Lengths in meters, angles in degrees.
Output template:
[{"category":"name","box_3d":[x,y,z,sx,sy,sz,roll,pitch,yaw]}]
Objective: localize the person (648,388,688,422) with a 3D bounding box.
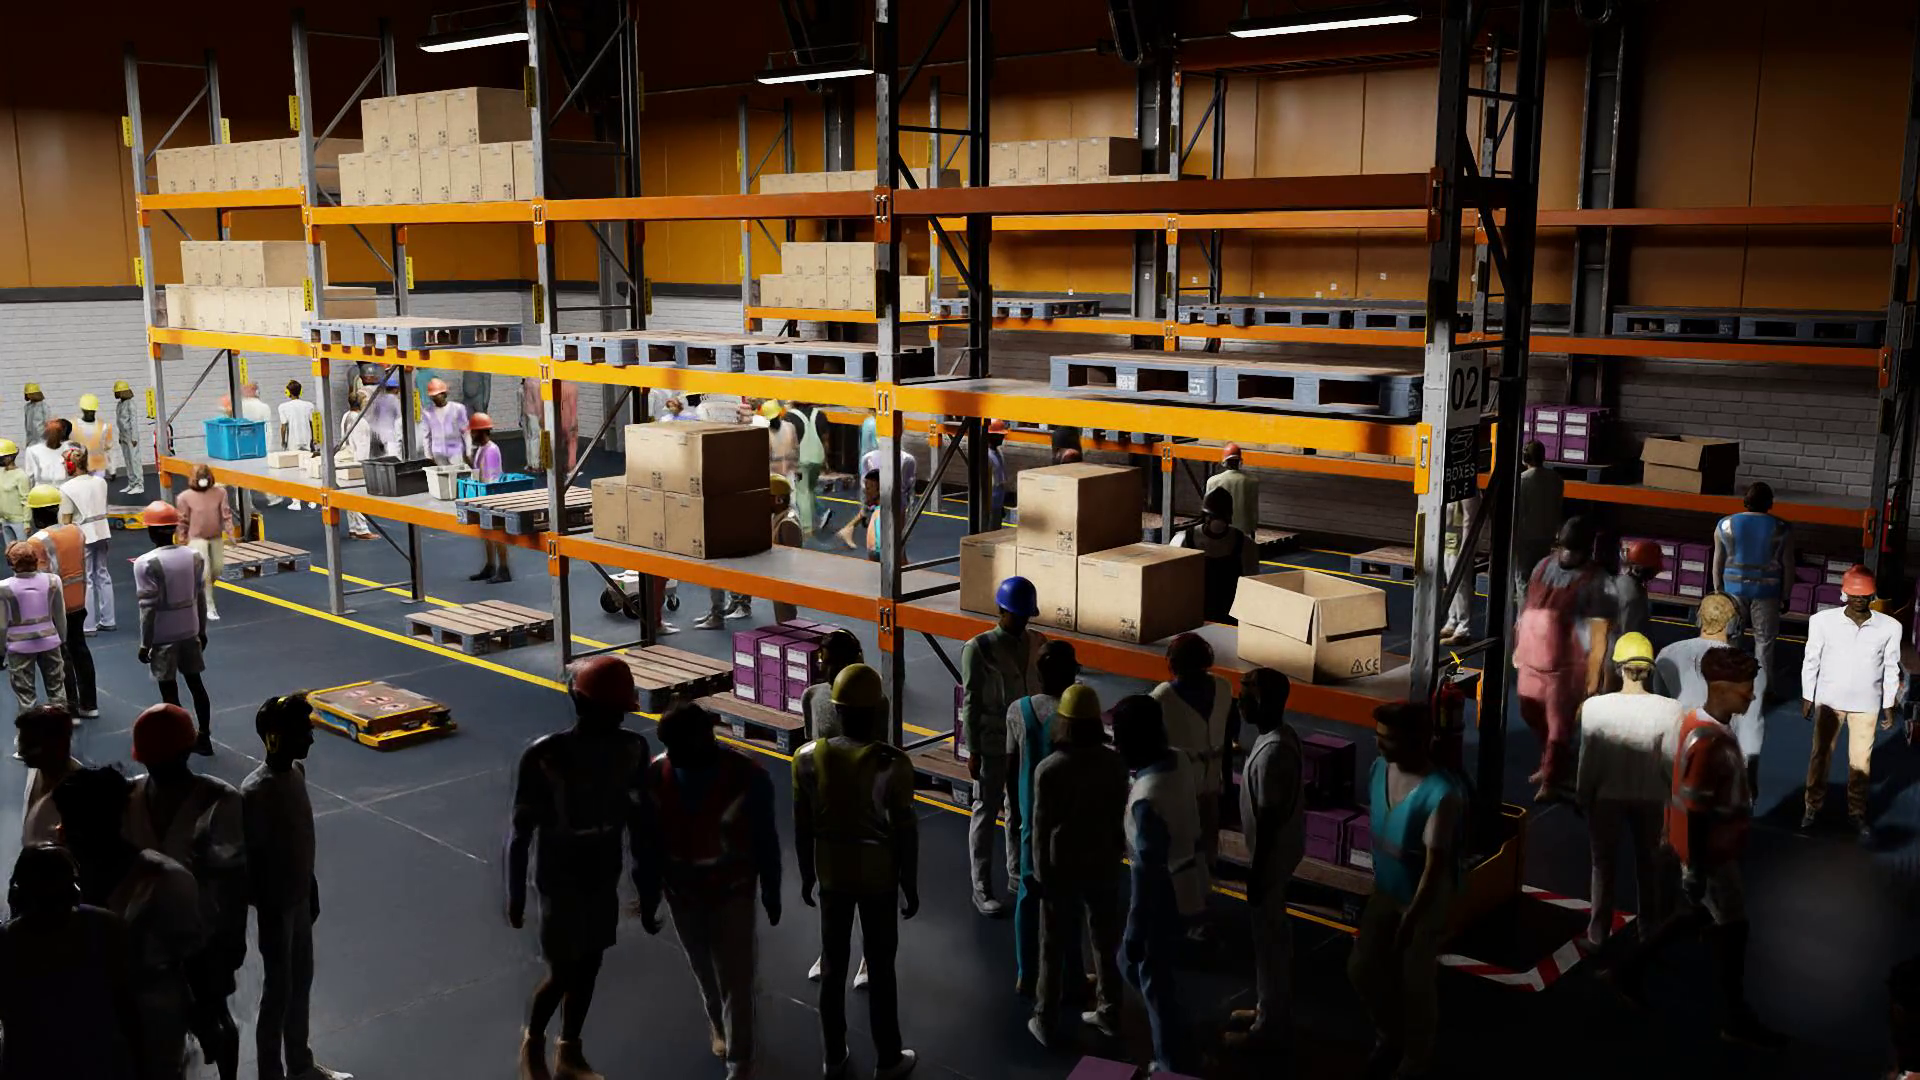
[{"category":"person","box_3d":[-4.616,-1.866,26.584,0.631,1.909,0.885,-8,13,-37]}]

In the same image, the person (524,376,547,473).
[{"category":"person","box_3d":[-7.091,-2.086,27.813,0.377,1.931,0.624,-5,11,-28]}]

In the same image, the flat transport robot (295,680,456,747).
[{"category":"flat transport robot","box_3d":[-4.637,1.341,13.113,1.431,0.197,0.652,9,14,43]}]

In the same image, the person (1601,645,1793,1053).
[{"category":"person","box_3d":[3.543,1.430,7.903,0.815,1.939,0.631,4,11,22]}]

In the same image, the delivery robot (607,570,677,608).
[{"category":"delivery robot","box_3d":[-3.269,0.441,17.130,0.707,0.478,0.477,-10,14,-43]}]

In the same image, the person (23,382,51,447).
[{"category":"person","box_3d":[-13.927,-1.513,25.112,0.486,1.736,0.322,4,11,19]}]

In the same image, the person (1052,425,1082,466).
[{"category":"person","box_3d":[1.304,-0.736,20.148,0.459,1.941,0.794,5,11,24]}]

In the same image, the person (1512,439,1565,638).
[{"category":"person","box_3d":[5.499,-0.001,15.987,0.635,1.936,0.353,-5,11,-26]}]

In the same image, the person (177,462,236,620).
[{"category":"person","box_3d":[-7.727,-0.015,16.991,0.631,1.609,0.503,10,14,44]}]

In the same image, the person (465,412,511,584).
[{"category":"person","box_3d":[-5.313,-0.468,18.651,0.385,1.934,0.550,-6,12,-29]}]

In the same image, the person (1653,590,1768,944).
[{"category":"person","box_3d":[4.057,1.229,9.076,0.374,1.932,0.622,-7,12,-33]}]

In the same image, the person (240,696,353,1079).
[{"category":"person","box_3d":[-2.921,1.586,7.245,0.333,1.860,0.509,0,10,2]}]

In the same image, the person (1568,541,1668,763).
[{"category":"person","box_3d":[4.713,0.826,11.990,0.749,1.706,0.577,1,10,7]}]

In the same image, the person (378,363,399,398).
[{"category":"person","box_3d":[-10.283,-2.357,29.814,0.319,1.755,0.572,5,11,26]}]

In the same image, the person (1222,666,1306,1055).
[{"category":"person","box_3d":[1.449,1.494,7.825,0.340,1.840,0.504,3,10,17]}]

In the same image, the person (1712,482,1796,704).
[{"category":"person","box_3d":[6.574,0.433,13.798,0.625,1.847,0.429,6,12,32]}]

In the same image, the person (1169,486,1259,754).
[{"category":"person","box_3d":[1.868,0.592,12.346,0.681,2.000,0.535,1,10,8]}]

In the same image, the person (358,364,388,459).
[{"category":"person","box_3d":[-8.816,-1.619,24.847,0.537,2.000,0.683,7,12,33]}]

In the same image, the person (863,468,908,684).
[{"category":"person","box_3d":[-0.622,0.341,14.158,0.401,1.910,0.583,0,10,2]}]

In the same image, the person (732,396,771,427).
[{"category":"person","box_3d":[-2.719,-0.990,21.878,0.567,1.837,0.387,2,10,9]}]

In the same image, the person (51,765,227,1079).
[{"category":"person","box_3d":[-3.106,1.762,6.052,0.608,1.915,0.989,5,11,24]}]

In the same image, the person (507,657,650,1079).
[{"category":"person","box_3d":[-1.638,1.498,7.338,0.643,2.005,0.495,-9,14,-42]}]

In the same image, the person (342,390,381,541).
[{"category":"person","box_3d":[-7.732,-0.955,21.378,0.355,1.938,0.634,-7,12,-35]}]

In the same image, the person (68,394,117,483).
[{"category":"person","box_3d":[-11.153,-0.931,21.346,0.612,1.896,0.538,-7,12,-33]}]

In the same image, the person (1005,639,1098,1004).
[{"category":"person","box_3d":[0.475,1.400,8.327,0.514,1.845,0.336,6,12,31]}]

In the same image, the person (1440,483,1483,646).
[{"category":"person","box_3d":[4.719,0.088,15.772,0.430,1.839,0.624,1,10,5]}]

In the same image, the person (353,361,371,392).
[{"category":"person","box_3d":[-10.032,-2.153,28.070,0.361,1.963,0.618,-5,11,-25]}]

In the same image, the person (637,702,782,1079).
[{"category":"person","box_3d":[-1.122,1.582,7.491,0.640,1.781,0.816,3,10,16]}]

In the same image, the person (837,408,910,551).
[{"category":"person","box_3d":[-1.075,-0.866,20.685,0.870,2.015,0.645,-2,10,-13]}]

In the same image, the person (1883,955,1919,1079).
[{"category":"person","box_3d":[2.589,2.036,4.438,0.396,1.957,0.599,3,10,15]}]

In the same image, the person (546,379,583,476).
[{"category":"person","box_3d":[-6.482,-1.957,27.179,0.665,1.887,0.579,6,12,29]}]

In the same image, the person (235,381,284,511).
[{"category":"person","box_3d":[-10.133,-1.348,23.838,0.651,1.861,0.989,1,10,3]}]
